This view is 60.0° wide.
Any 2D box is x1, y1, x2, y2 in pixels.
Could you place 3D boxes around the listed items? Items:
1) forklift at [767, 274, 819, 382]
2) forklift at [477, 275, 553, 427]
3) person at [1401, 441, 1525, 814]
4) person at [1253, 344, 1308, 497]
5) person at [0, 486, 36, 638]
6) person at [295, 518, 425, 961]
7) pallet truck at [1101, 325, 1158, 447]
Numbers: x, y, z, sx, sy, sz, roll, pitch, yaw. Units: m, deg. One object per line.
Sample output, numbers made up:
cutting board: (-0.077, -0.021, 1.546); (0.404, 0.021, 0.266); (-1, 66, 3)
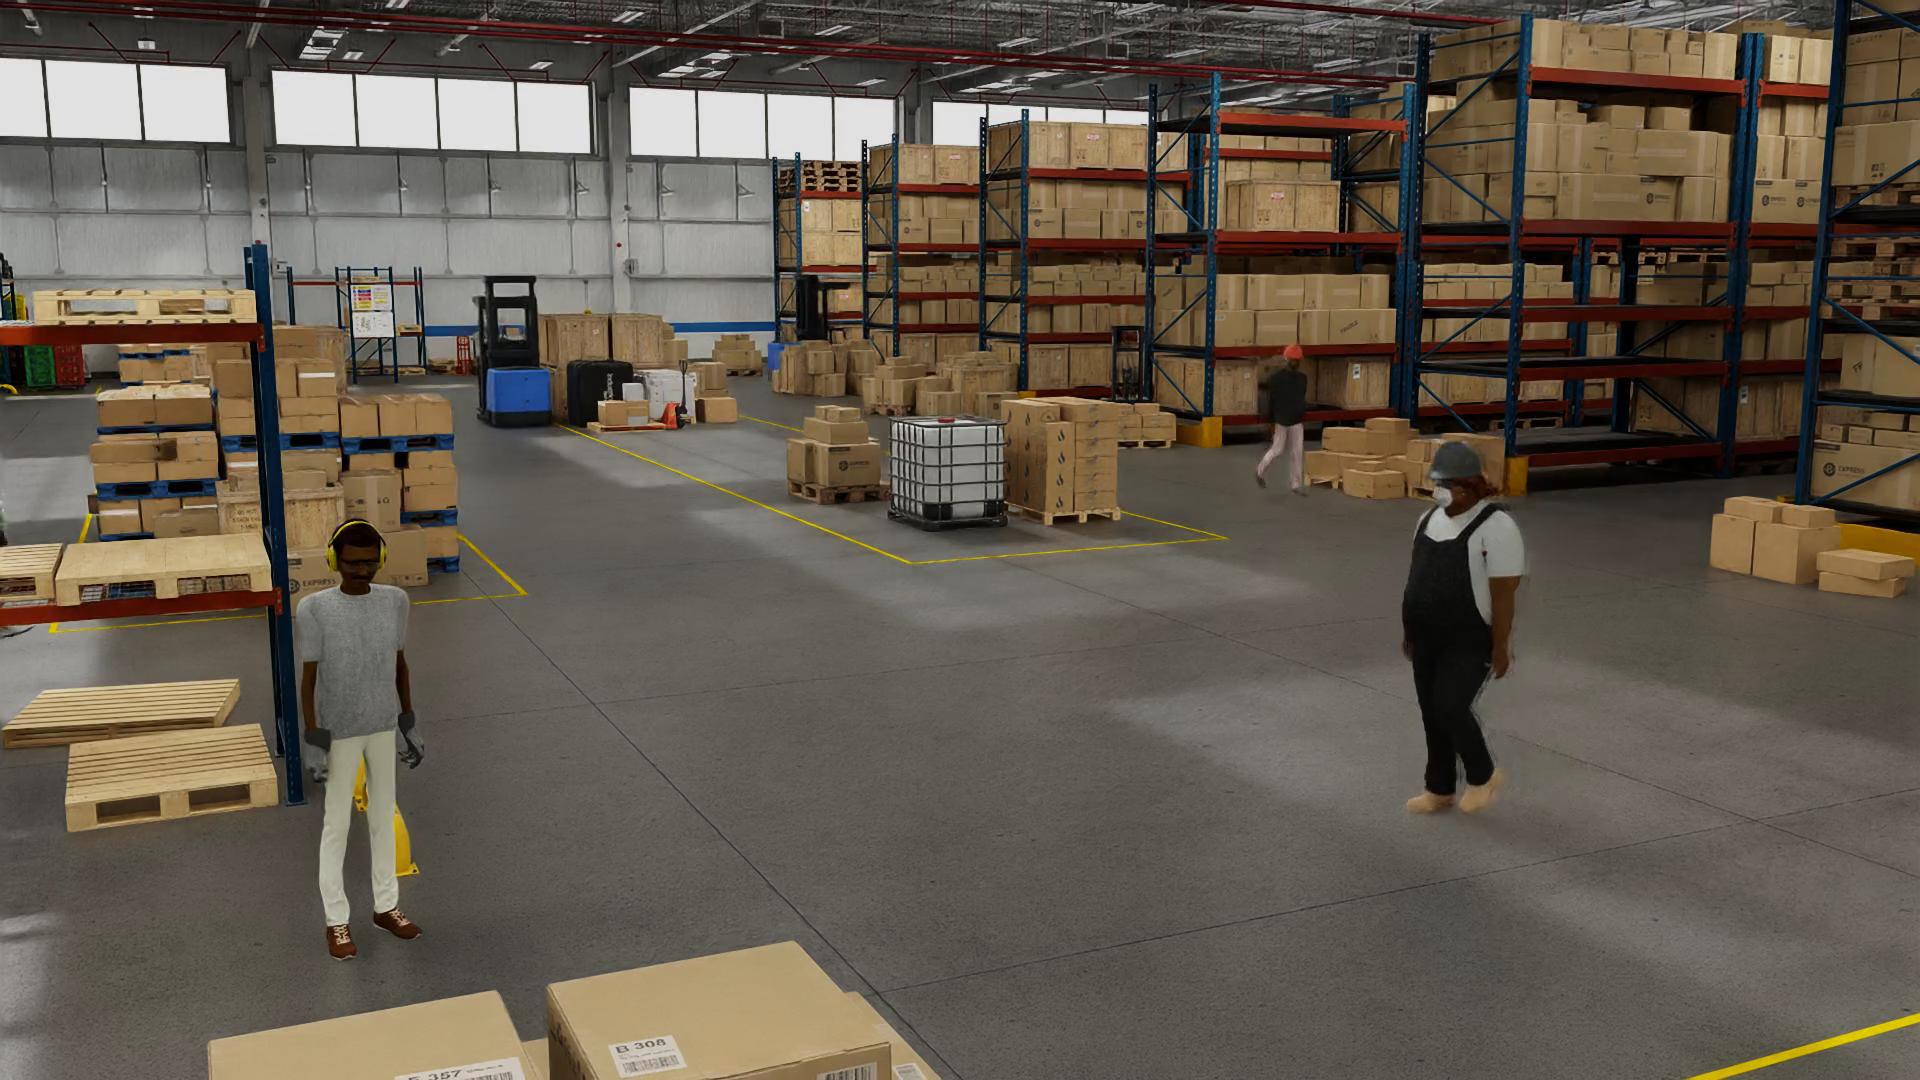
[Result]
forklift: (-3.951, -5.427, 42.757); (1.873, 2.768, 1.129); (-4, 10, -25)
forklift: (-8.440, -3.593, 31.377); (1.129, 2.768, 1.873); (-4, 10, -25)
person: (2.576, 0.471, 8.764); (0.537, 2.000, 0.700); (-4, 10, -25)
person: (4.206, -1.569, 21.644); (0.633, 1.974, 0.838); (-5, 10, -29)
person: (-7.744, -0.005, 13.083); (0.815, 1.585, 0.528); (0, 9, 1)
person: (-2.547, 0.829, 7.093); (0.517, 1.865, 0.327); (-9, 13, -43)
pallet truck: (2.881, -2.596, 27.923); (0.823, 1.965, 1.885); (-1, 9, -7)
